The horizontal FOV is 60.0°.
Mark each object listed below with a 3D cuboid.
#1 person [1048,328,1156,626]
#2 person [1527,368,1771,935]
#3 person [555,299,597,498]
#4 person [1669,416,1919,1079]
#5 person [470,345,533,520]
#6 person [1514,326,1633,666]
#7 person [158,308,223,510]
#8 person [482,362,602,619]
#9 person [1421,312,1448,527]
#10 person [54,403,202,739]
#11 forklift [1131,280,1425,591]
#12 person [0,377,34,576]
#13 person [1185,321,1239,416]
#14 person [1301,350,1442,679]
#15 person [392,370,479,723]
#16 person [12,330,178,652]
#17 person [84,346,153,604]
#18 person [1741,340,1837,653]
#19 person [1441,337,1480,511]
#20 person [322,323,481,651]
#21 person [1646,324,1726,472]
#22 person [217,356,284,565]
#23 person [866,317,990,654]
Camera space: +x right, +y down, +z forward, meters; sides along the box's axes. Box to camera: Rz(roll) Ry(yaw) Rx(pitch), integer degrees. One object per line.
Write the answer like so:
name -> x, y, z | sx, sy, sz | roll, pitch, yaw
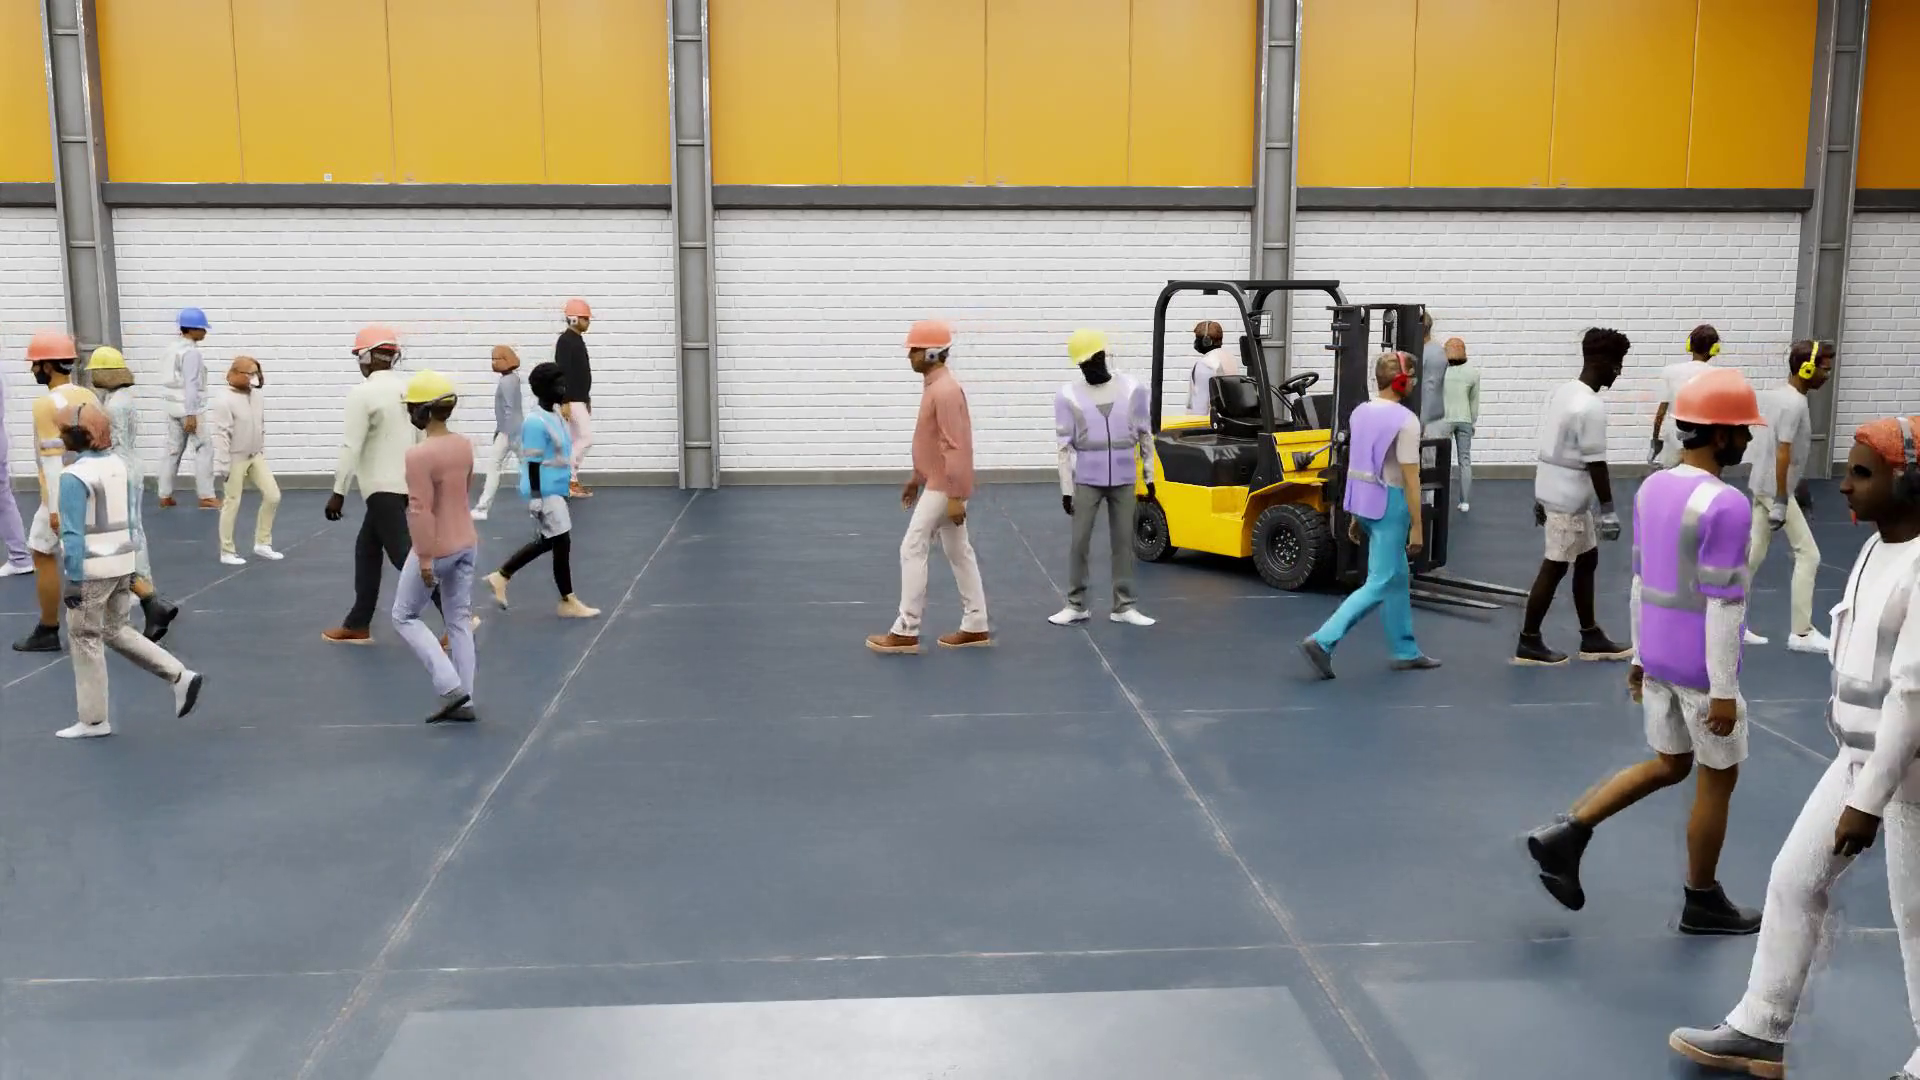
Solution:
person -> 0.929, -0.375, 10.427 | 0.687, 1.883, 0.387 | -1, 9, -5
person -> 2.344, 0.390, 5.504 | 0.717, 1.919, 0.549 | -1, 9, -5
person -> -3.784, -1.385, 16.439 | 0.471, 1.975, 0.641 | 0, 9, 2
person -> 2.302, 0.607, 4.344 | 0.838, 1.856, 0.581 | 1, 9, 8
person -> -4.090, -0.971, 15.068 | 0.858, 1.590, 0.498 | 0, 9, -2
person -> 3.531, -0.225, 9.306 | 0.796, 1.926, 0.617 | 1, 9, 7
person -> -7.309, -1.219, 15.683 | 0.595, 1.912, 0.648 | -7, 11, -38
person -> -2.719, -0.314, 10.687 | 0.733, 1.671, 0.540 | 0, 9, 1
person -> 3.913, -1.037, 14.481 | 0.743, 1.916, 0.633 | -2, 9, -14
person -> -4.031, 0.153, 7.920 | 0.567, 1.619, 0.521 | 0, 9, -2
forklift -> 2.301, -0.860, 12.475 | 1.214, 2.155, 2.313 | -6, 11, -35
person -> -7.185, -0.623, 11.999 | 0.823, 1.879, 0.660 | -4, 10, -25
person -> 2.124, -0.935, 14.106 | 0.430, 1.838, 0.625 | 6, 11, 33
person -> 2.287, -0.132, 9.129 | 0.870, 1.812, 0.576 | -3, 9, -16
person -> -2.569, 0.047, 8.171 | 0.372, 1.754, 0.530 | 4, 10, 21
person -> -5.134, -0.278, 9.755 | 0.879, 1.912, 0.552 | 1, 9, 4
person -> -5.659, -0.429, 11.197 | 0.305, 1.741, 0.499 | -4, 10, -24
person -> 4.916, -0.254, 9.790 | 0.783, 1.830, 0.548 | 2, 9, 11
person -> 4.604, -1.072, 15.564 | 0.499, 1.634, 0.285 | -1, 9, -5
person -> -3.316, -0.309, 9.826 | 1.026, 1.942, 0.622 | 1, 9, 8
person -> 5.431, -0.681, 12.412 | 0.549, 1.851, 0.436 | 5, 10, 27
person -> -5.467, -0.600, 12.703 | 0.523, 1.599, 0.513 | 3, 9, 17
person -> -0.211, -0.311, 9.763 | 0.869, 1.961, 0.630 | 0, 9, 0
